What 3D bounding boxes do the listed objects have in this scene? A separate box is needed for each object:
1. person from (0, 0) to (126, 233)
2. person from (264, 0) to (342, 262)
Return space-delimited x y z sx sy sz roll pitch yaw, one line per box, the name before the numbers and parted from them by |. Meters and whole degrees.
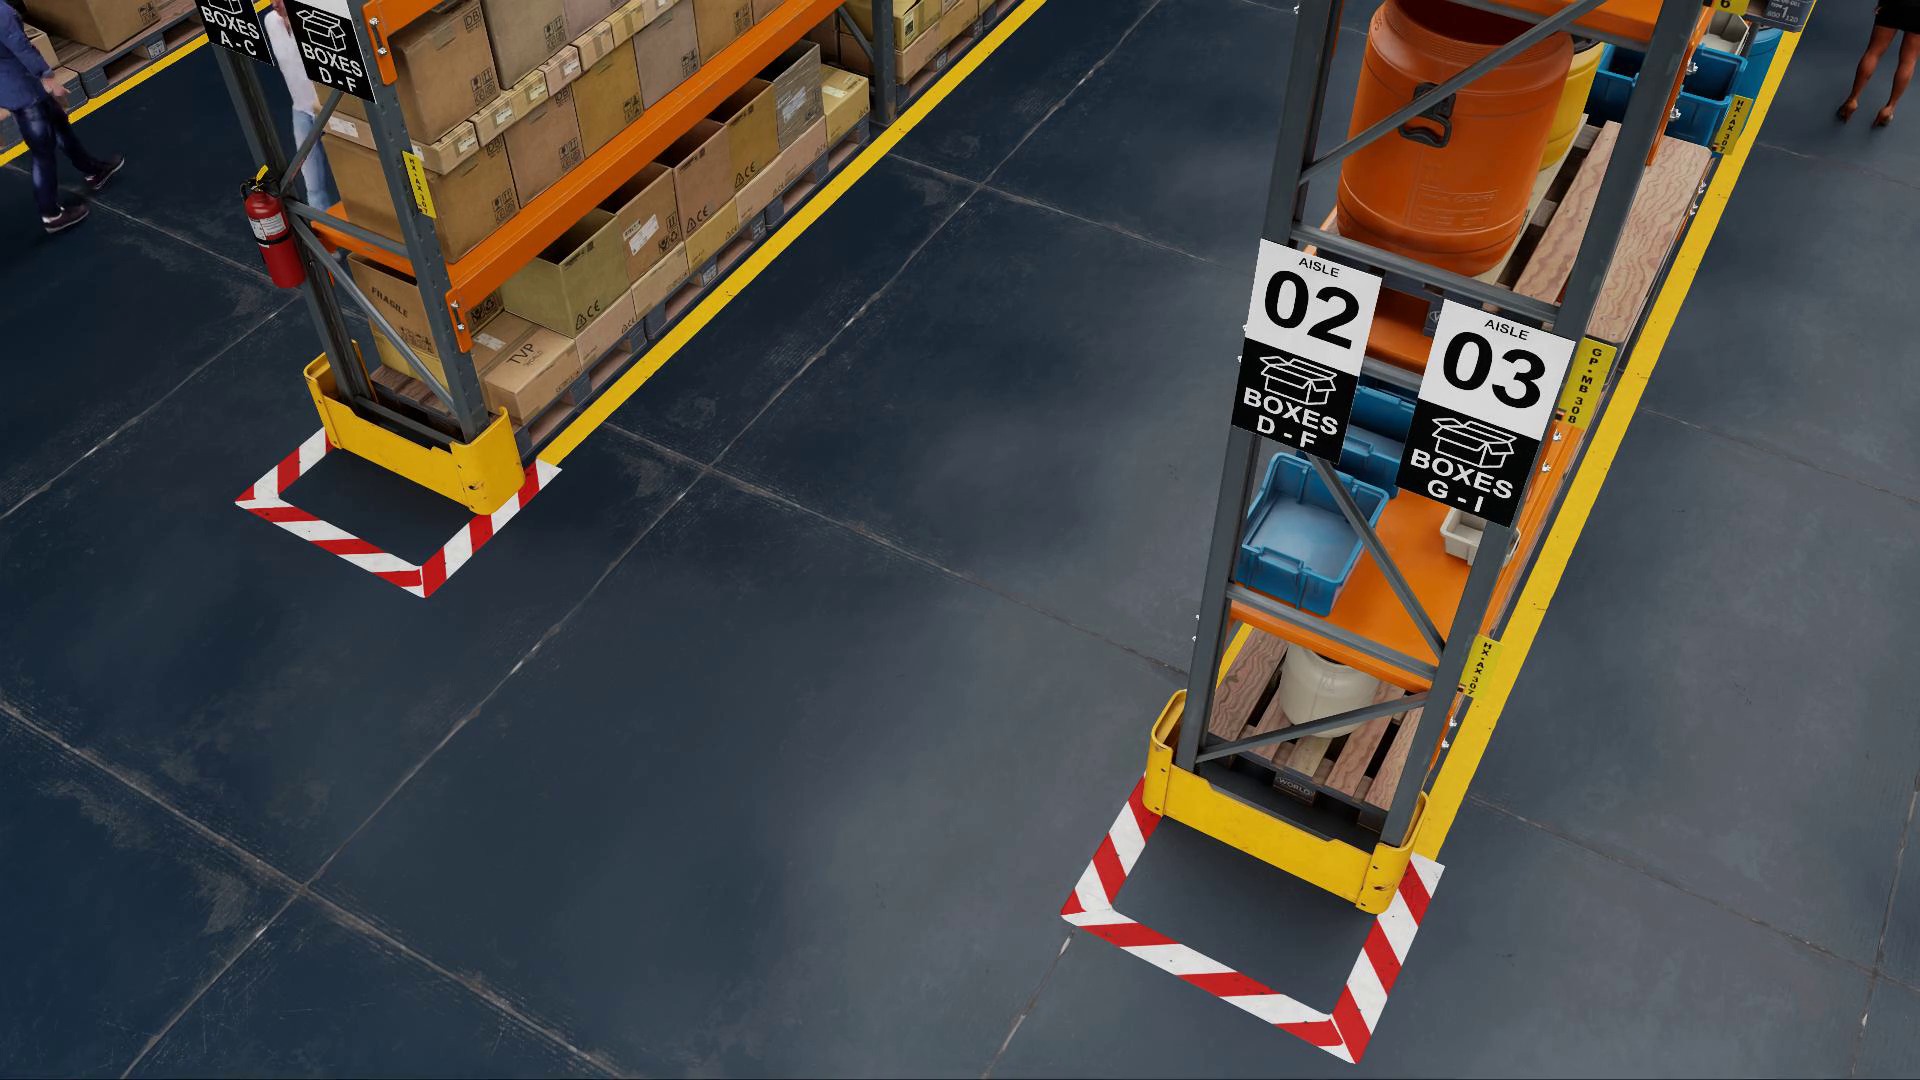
person | -5.628 -2.627 9.840 0.781 1.795 0.970 26 52 22
person | -3.639 -2.514 9.724 0.853 1.813 1.198 13 49 12
